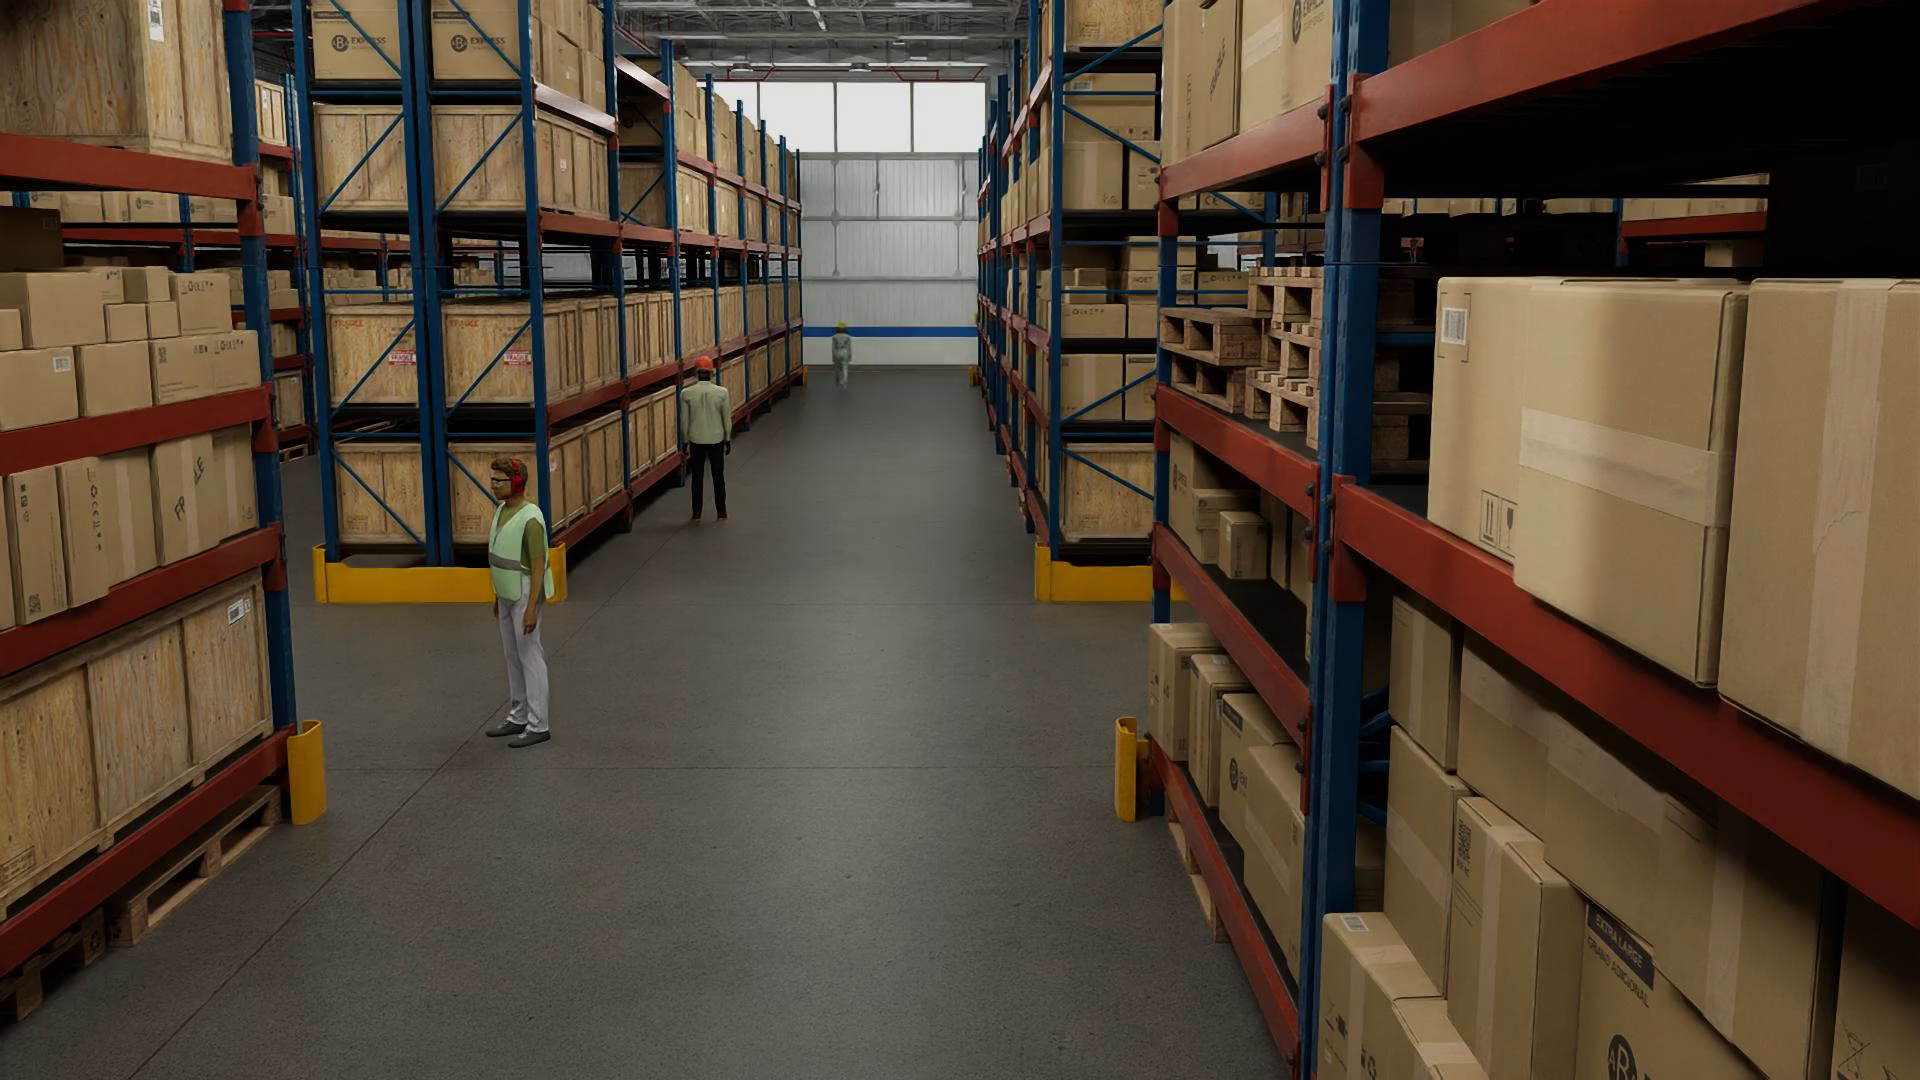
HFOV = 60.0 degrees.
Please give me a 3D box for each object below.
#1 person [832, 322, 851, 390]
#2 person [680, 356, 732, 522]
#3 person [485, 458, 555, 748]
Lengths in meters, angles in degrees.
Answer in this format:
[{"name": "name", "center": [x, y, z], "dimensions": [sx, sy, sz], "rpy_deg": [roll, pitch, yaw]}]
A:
[{"name": "person", "center": [-2.968, -4.626, 41.814], "dimensions": [0.493, 1.708, 0.849], "rpy_deg": [-2, 9, -9]}, {"name": "person", "center": [-3.042, -1.206, 19.962], "dimensions": [0.615, 1.994, 0.381], "rpy_deg": [-1, 9, -8]}, {"name": "person", "center": [-2.811, 0.389, 10.634], "dimensions": [0.390, 1.846, 0.565], "rpy_deg": [-7, 12, -38]}]
